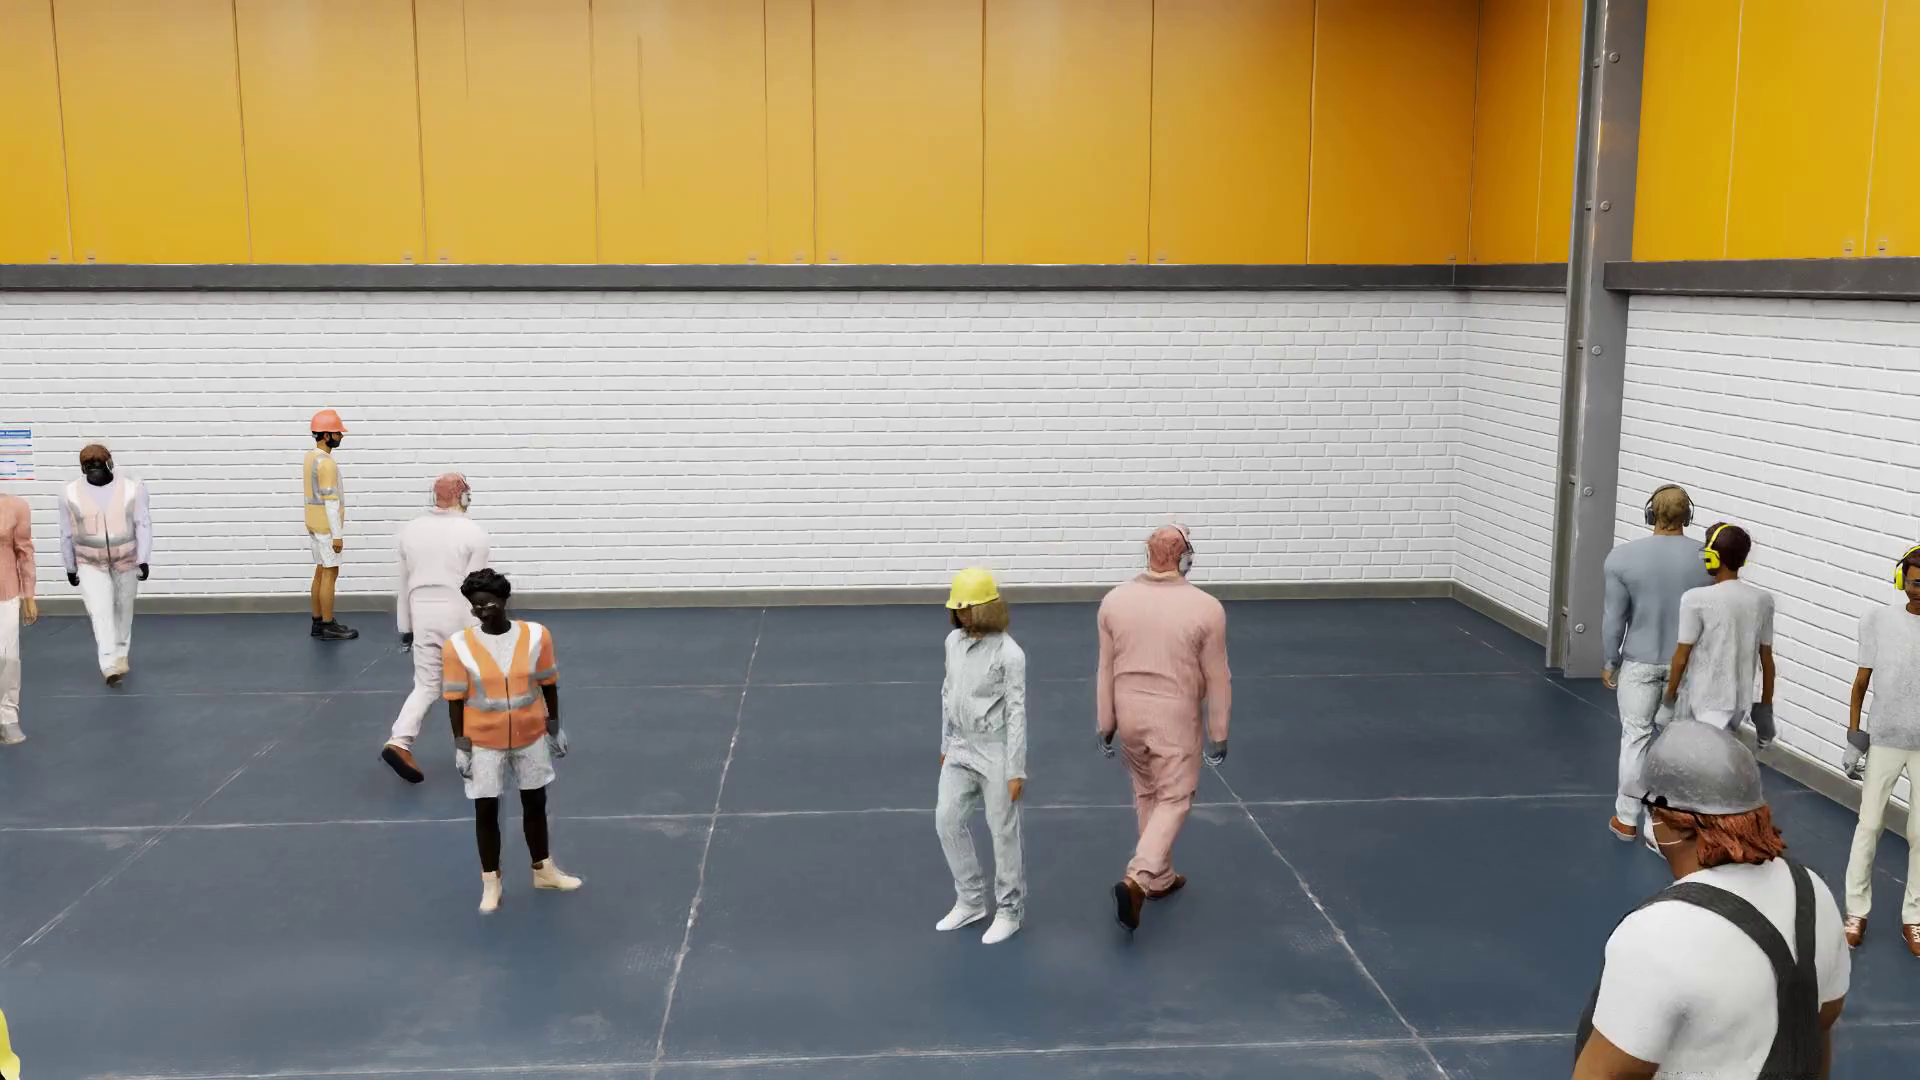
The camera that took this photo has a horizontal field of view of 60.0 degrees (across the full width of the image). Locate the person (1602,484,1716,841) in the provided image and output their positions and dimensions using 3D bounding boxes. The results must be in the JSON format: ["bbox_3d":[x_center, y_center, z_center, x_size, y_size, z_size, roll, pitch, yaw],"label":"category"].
[{"bbox_3d":[3.738,0.663,8.872,0.632,1.940,0.372,2,9,15],"label":"person"}]

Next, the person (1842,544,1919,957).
[{"bbox_3d":[4.237,0.931,7.428,0.515,1.865,0.329,4,10,25],"label":"person"}]

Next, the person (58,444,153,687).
[{"bbox_3d":[-6.340,0.177,12.391,0.624,1.782,0.988,-5,10,-28],"label":"person"}]

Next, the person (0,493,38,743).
[{"bbox_3d":[-6.323,0.362,10.712,0.678,1.977,0.365,-4,10,-23],"label":"person"}]

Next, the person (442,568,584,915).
[{"bbox_3d":[-2.117,0.945,7.960,0.678,1.667,0.350,-5,10,-28],"label":"person"}]

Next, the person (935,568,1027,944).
[{"bbox_3d":[0.092,0.982,7.570,0.440,1.724,0.578,-9,12,-43],"label":"person"}]

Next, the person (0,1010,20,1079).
[{"bbox_3d":[-1.742,1.657,2.966,0.403,1.833,0.591,6,11,32],"label":"person"}]

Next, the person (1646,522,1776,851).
[{"bbox_3d":[3.775,0.824,8.245,0.504,1.829,0.959,-3,10,-19],"label":"person"}]

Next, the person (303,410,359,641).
[{"bbox_3d":[-5.240,-0.119,13.834,0.375,1.932,0.544,-6,11,-35],"label":"person"}]

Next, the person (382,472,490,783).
[{"bbox_3d":[-3.172,0.527,10.053,0.653,1.854,0.895,2,9,14],"label":"person"}]

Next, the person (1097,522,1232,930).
[{"bbox_3d":[0.918,0.864,7.816,0.655,1.879,0.827,6,11,33],"label":"person"}]
